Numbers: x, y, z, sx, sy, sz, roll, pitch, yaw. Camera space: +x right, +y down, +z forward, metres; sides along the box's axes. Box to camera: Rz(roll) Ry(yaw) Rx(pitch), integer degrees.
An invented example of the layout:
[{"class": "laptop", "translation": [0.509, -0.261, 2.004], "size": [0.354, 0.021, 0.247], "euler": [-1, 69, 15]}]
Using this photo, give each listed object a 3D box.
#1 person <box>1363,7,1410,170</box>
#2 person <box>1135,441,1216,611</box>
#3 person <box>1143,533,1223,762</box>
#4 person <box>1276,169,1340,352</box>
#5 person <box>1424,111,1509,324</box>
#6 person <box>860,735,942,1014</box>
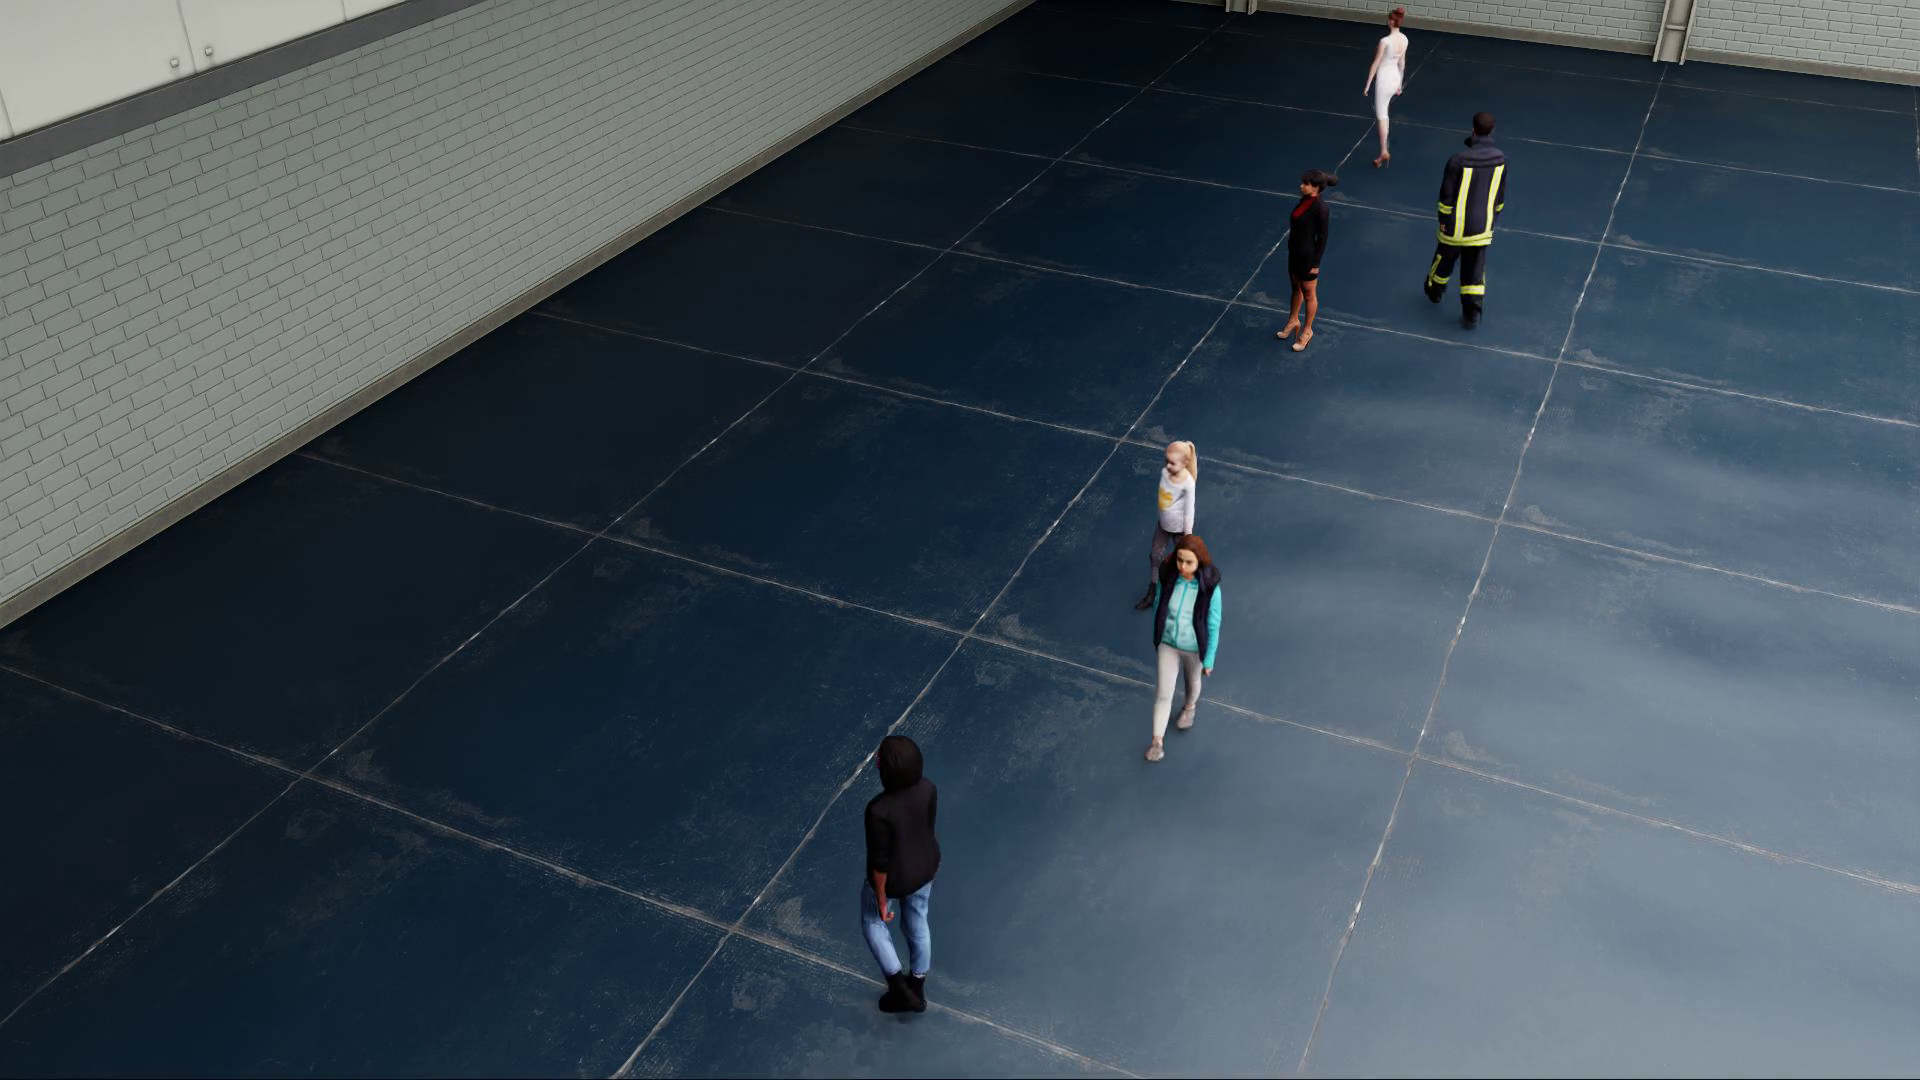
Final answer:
[{"class": "person", "translation": [4.798, -4.977, 18.434], "size": [0.708, 1.781, 0.754], "euler": [-21, 38, -29]}, {"class": "person", "translation": [1.499, -0.114, 11.216], "size": [0.808, 1.260, 0.853], "euler": [-21, 38, -29]}, {"class": "person", "translation": [1.369, 0.578, 9.929], "size": [0.875, 1.462, 0.643], "euler": [13, 35, 20]}, {"class": "person", "translation": [3.021, -2.461, 14.581], "size": [0.755, 1.639, 0.696], "euler": [-9, 33, -14]}, {"class": "person", "translation": [4.626, -2.877, 15.004], "size": [1.219, 1.889, 1.189], "euler": [-3, 32, -4]}, {"class": "person", "translation": [-0.219, 1.667, 7.989], "size": [0.694, 1.689, 0.756], "euler": [-22, 38, -30]}]
